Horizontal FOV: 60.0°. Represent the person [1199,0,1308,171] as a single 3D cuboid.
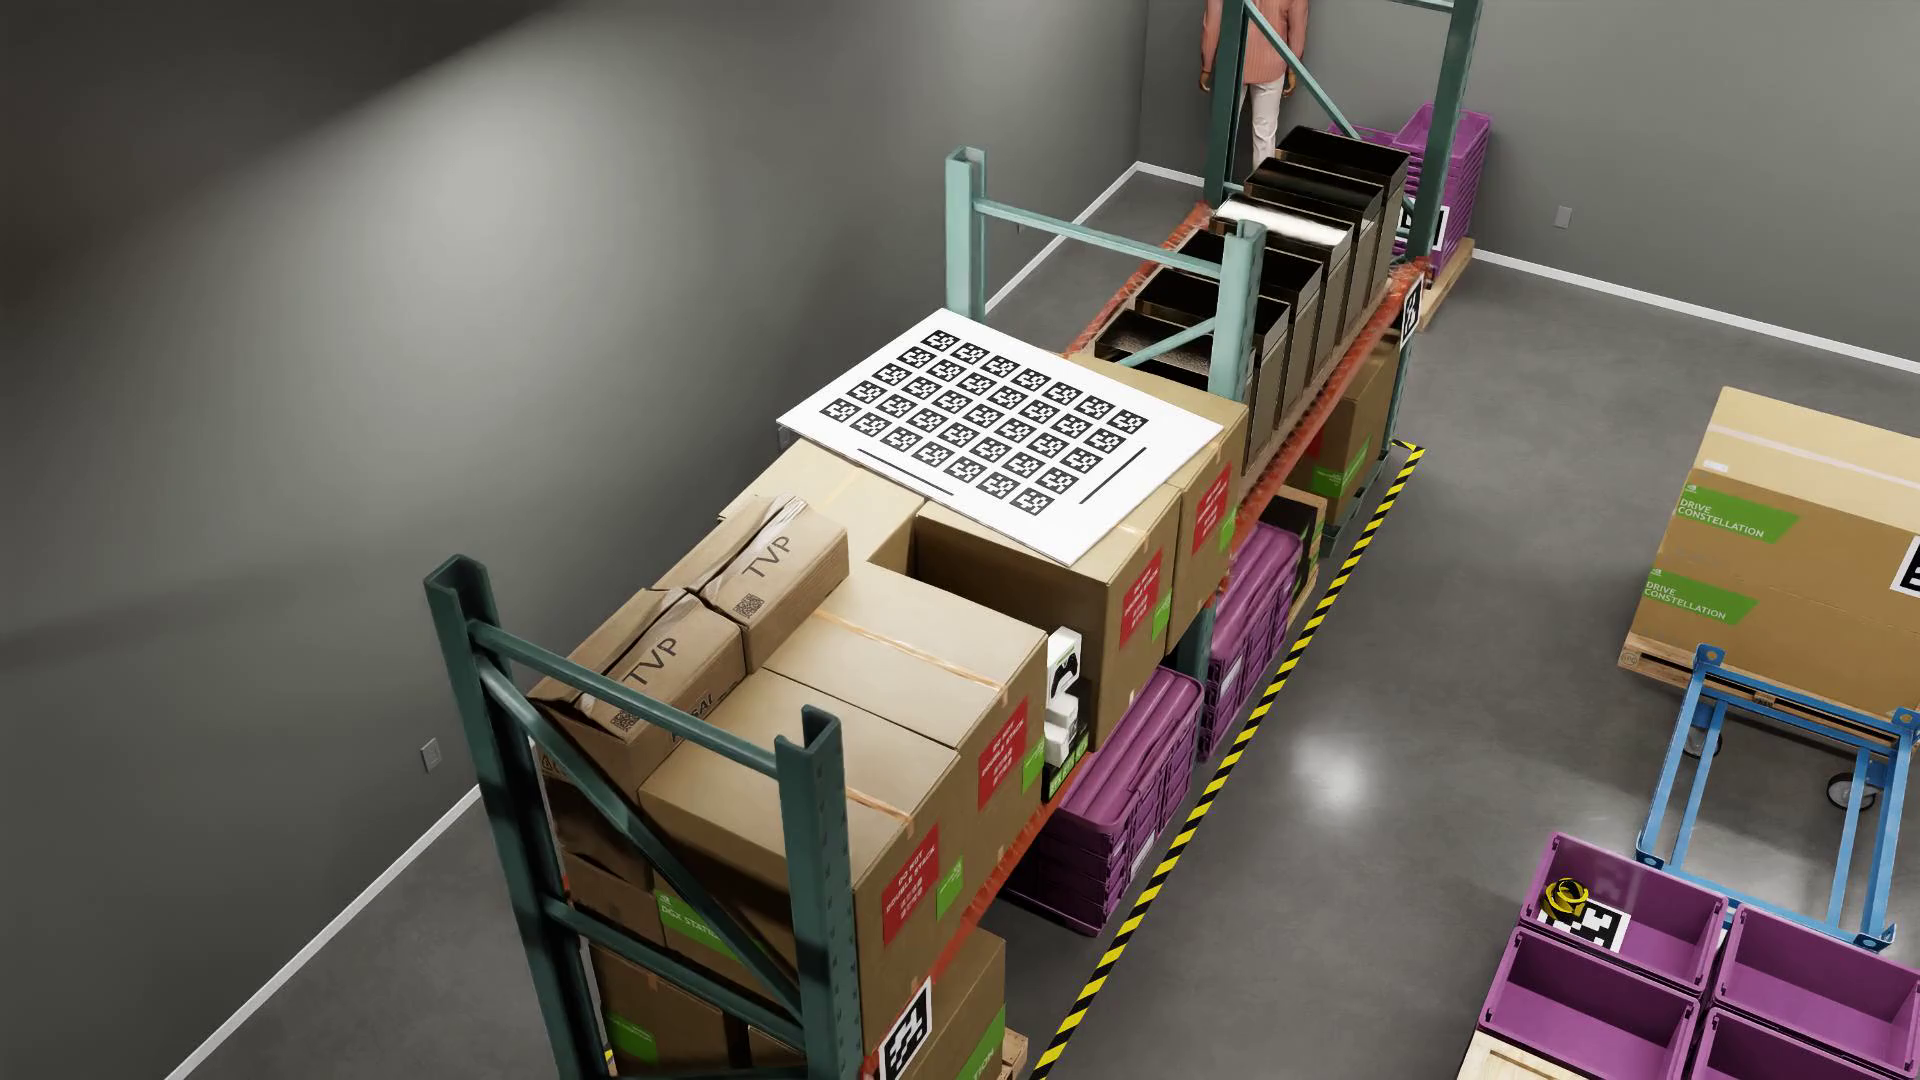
[{"bbox_3d":[1.732,-2.832,9.928,0.609,1.996,0.379,4,40,5],"label":"person"}]
